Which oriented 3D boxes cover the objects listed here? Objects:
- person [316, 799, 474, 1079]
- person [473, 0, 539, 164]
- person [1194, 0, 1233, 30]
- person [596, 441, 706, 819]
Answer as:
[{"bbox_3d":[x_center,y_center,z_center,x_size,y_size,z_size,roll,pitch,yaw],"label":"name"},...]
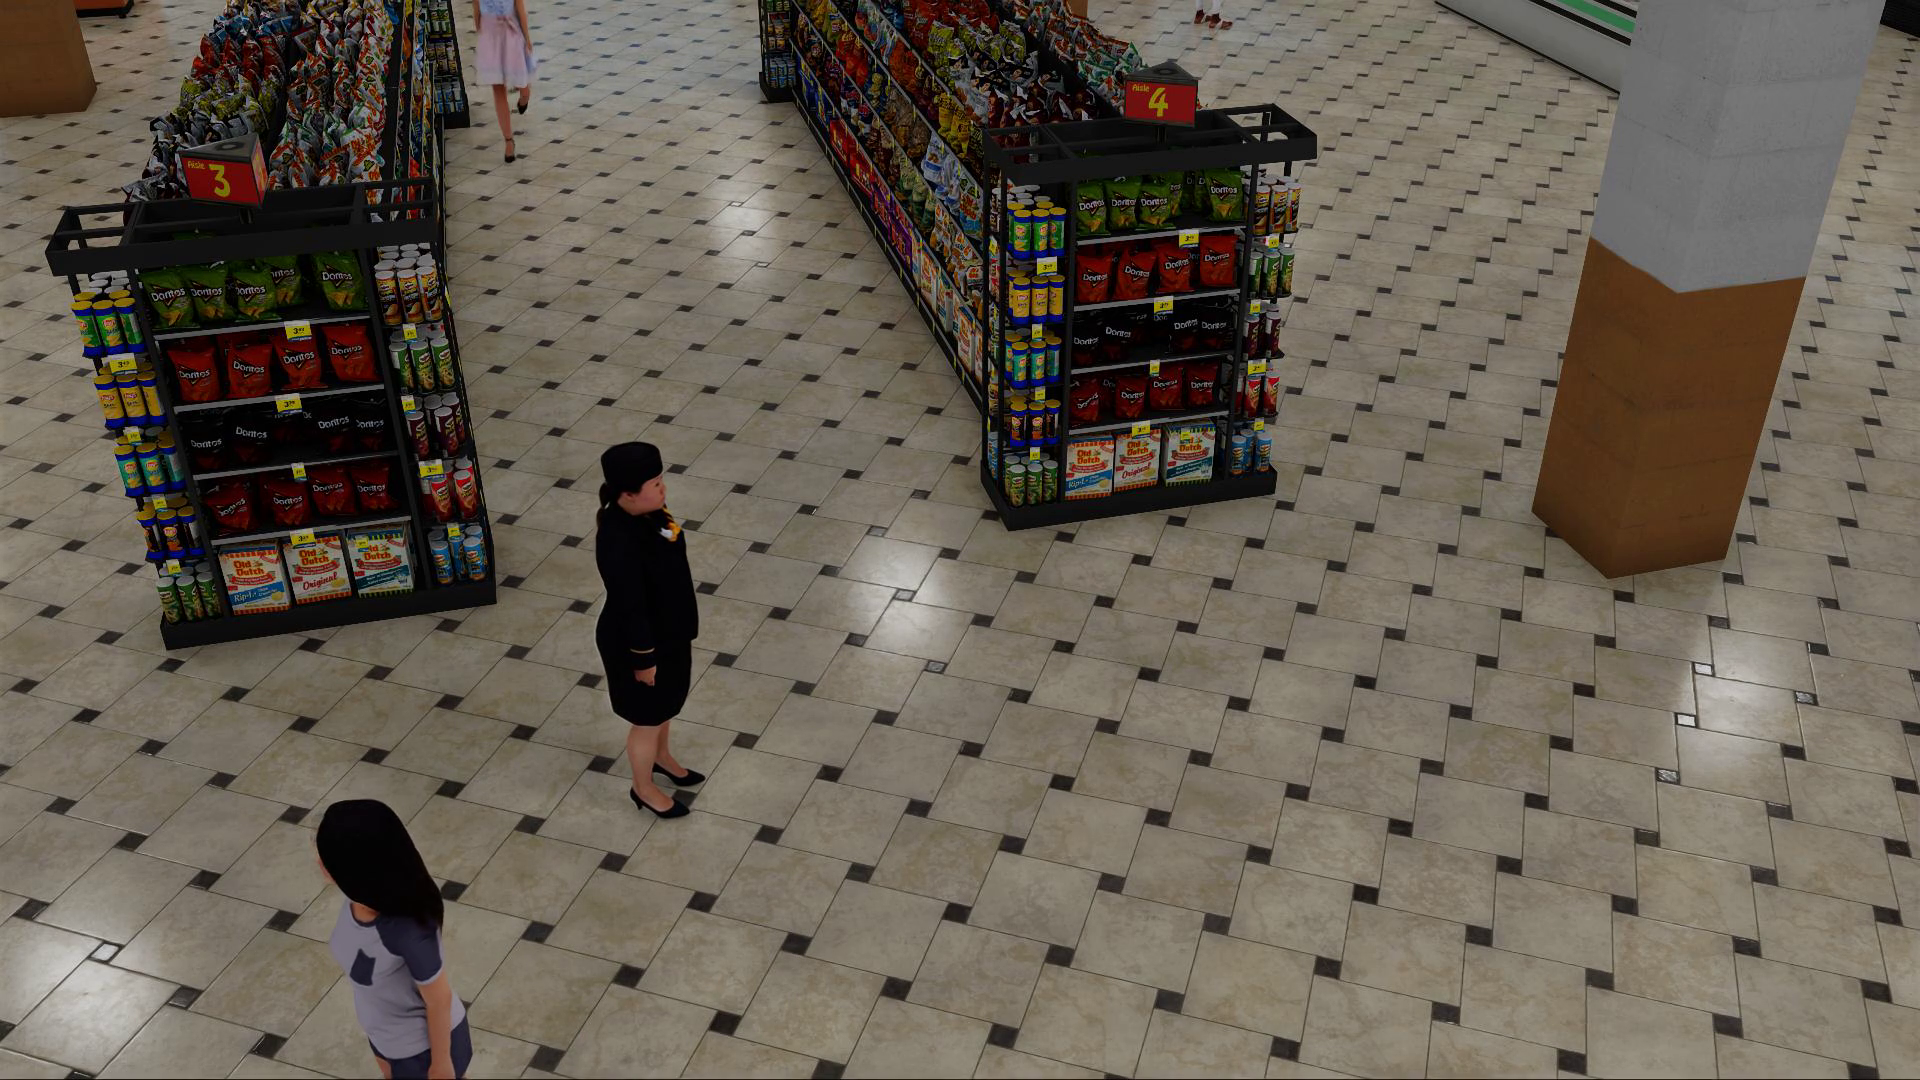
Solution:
[{"bbox_3d":[-1.583,1.401,4.816,0.735,1.707,0.620,-26,41,-36],"label":"person"},{"bbox_3d":[-3.665,-3.994,13.411,0.784,1.788,1.108,-2,32,-3],"label":"person"},{"bbox_3d":[2.594,-6.105,16.864,0.718,1.725,0.577,-20,37,-29],"label":"person"},{"bbox_3d":[-1.232,0.366,6.515,0.822,1.671,0.680,2,32,3],"label":"person"}]
